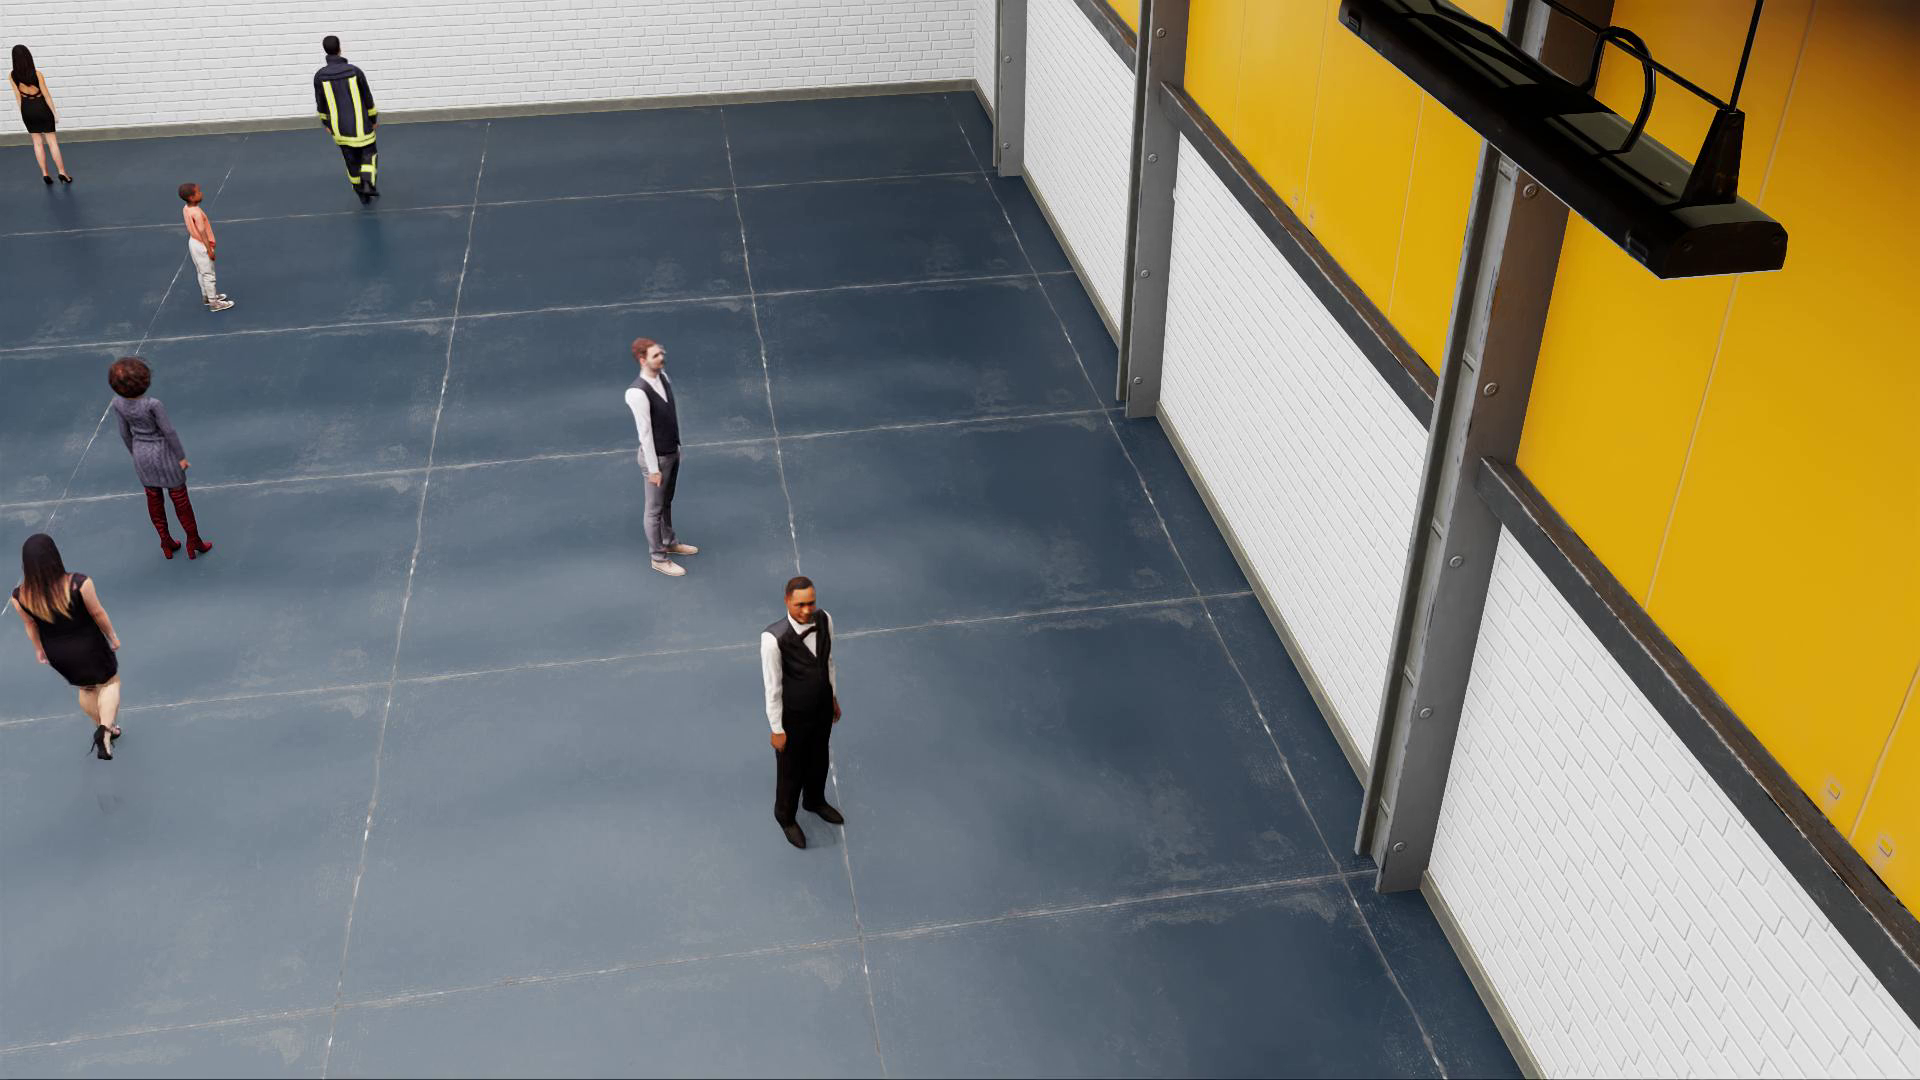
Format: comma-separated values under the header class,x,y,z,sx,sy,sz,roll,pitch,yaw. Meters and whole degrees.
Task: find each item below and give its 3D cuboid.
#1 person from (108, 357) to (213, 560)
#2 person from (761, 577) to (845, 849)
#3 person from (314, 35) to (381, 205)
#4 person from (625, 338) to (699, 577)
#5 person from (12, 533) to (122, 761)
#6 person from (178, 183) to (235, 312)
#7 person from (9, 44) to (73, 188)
class,x,y,z,sx,sy,sz,roll,pitch,yaw
person,-6.194,-0.616,12.811,0.645,1.710,0.614,5,34,7
person,-0.962,1.012,10.176,0.795,1.916,0.784,29,43,36
person,-6.890,-4.707,18.782,0.800,1.915,0.731,-6,34,-10
person,-2.306,-0.662,12.675,0.795,1.938,0.651,7,34,11
person,-5.714,0.751,10.764,0.657,1.700,0.833,-7,34,-10
person,-7.618,-2.948,16.685,0.599,1.307,0.511,-24,41,-32
person,-10.742,-4.939,19.374,0.543,1.646,0.470,-6,34,-8
